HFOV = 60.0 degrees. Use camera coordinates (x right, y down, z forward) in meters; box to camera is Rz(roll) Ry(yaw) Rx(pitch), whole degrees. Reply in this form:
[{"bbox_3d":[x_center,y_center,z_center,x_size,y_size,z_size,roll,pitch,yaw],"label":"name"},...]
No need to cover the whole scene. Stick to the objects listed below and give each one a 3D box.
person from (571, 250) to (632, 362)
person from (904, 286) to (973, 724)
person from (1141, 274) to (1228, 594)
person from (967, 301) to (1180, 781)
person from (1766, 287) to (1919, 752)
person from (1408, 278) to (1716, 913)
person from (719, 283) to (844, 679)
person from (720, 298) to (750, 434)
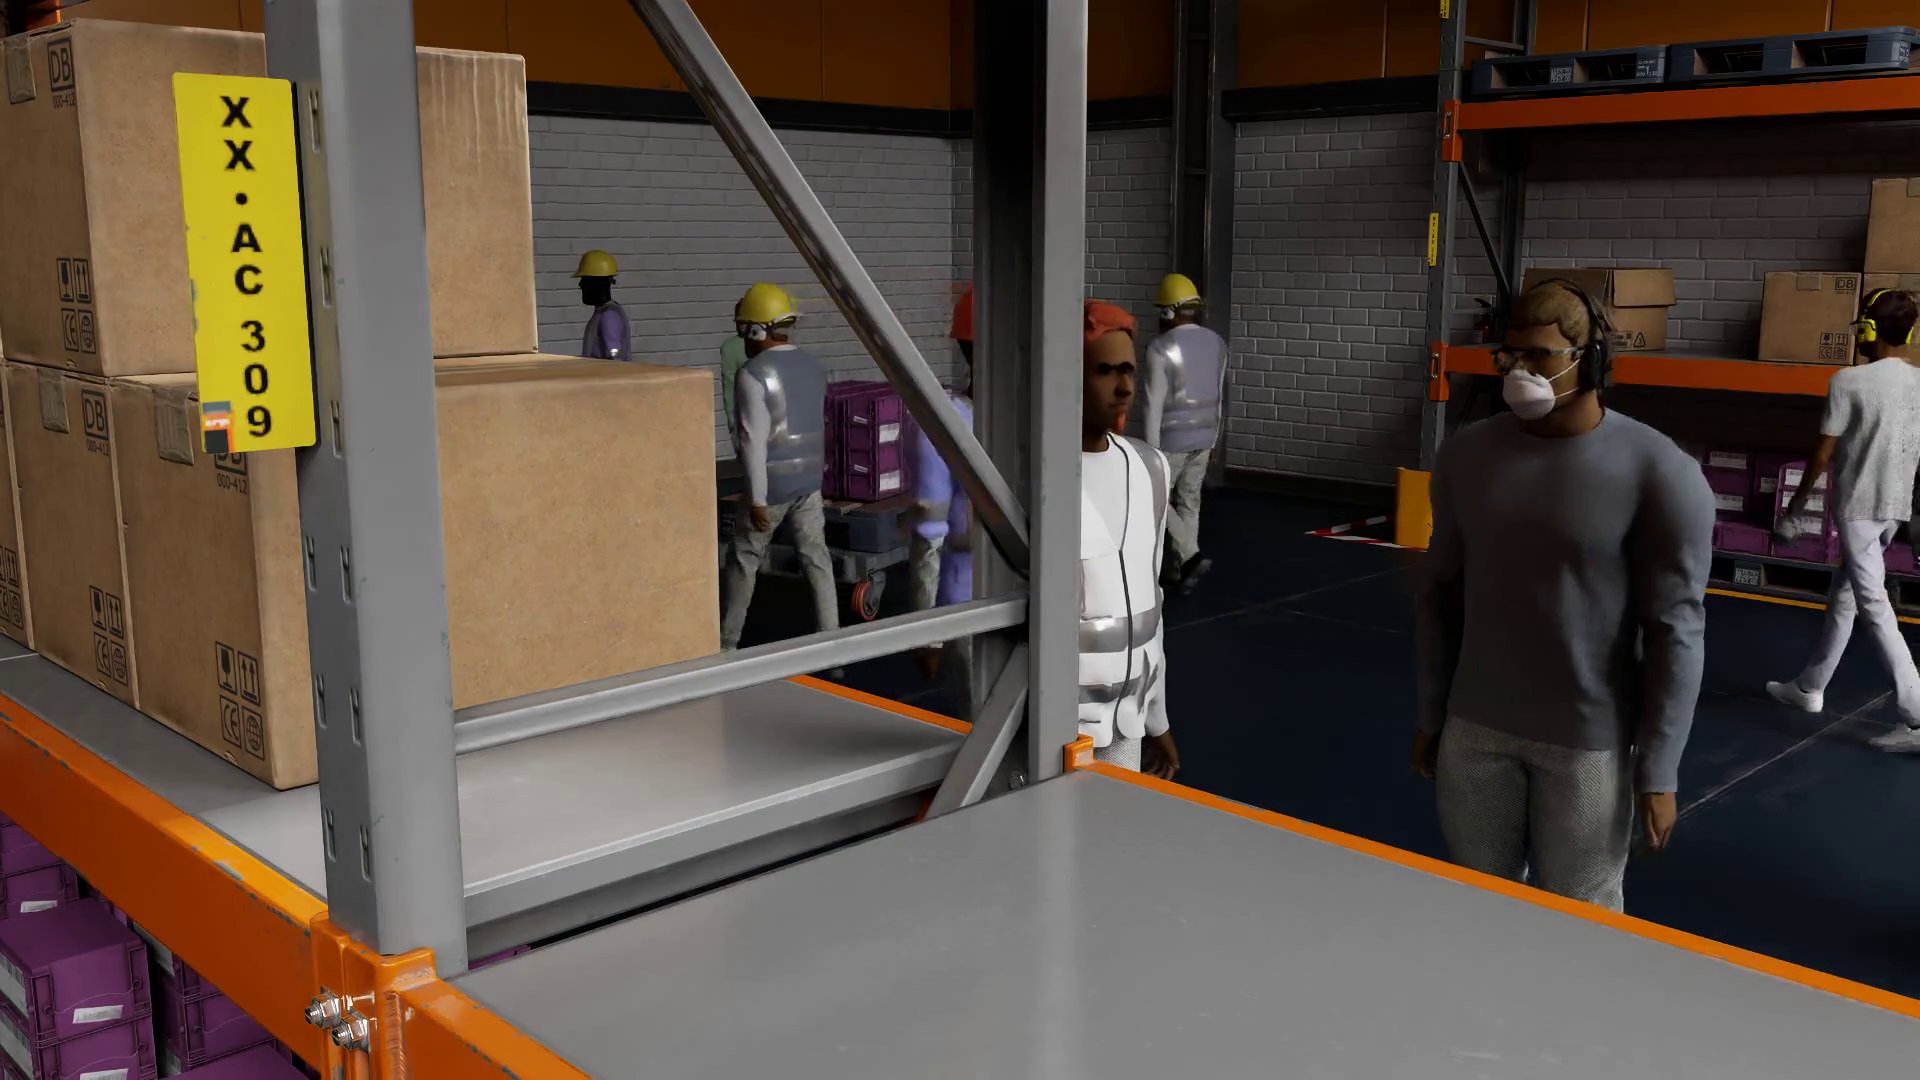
[{"bbox_3d":[-2.283,-0.891,10.711,0.369,1.928,0.586,-3,11,-14],"label":"person"},{"bbox_3d":[0.034,0.173,4.969,0.842,1.913,0.546,10,15,44],"label":"person"},{"bbox_3d":[1.251,-0.565,9.258,0.601,1.815,0.500,-7,13,-35],"label":"person"},{"bbox_3d":[0.265,0.417,3.703,0.576,1.883,0.355,-9,14,-41],"label":"person"},{"bbox_3d":[3.655,-0.094,6.683,0.533,1.823,0.989,-4,11,-19],"label":"person"},{"bbox_3d":[1.238,0.422,3.553,0.375,1.930,0.648,-9,14,-40],"label":"person"},{"bbox_3d":[-0.896,-0.269,7.655,0.868,1.796,0.594,7,13,35],"label":"person"},{"bbox_3d":[-1.410,-0.890,11.596,0.554,1.595,0.388,-7,12,-33],"label":"person"}]
